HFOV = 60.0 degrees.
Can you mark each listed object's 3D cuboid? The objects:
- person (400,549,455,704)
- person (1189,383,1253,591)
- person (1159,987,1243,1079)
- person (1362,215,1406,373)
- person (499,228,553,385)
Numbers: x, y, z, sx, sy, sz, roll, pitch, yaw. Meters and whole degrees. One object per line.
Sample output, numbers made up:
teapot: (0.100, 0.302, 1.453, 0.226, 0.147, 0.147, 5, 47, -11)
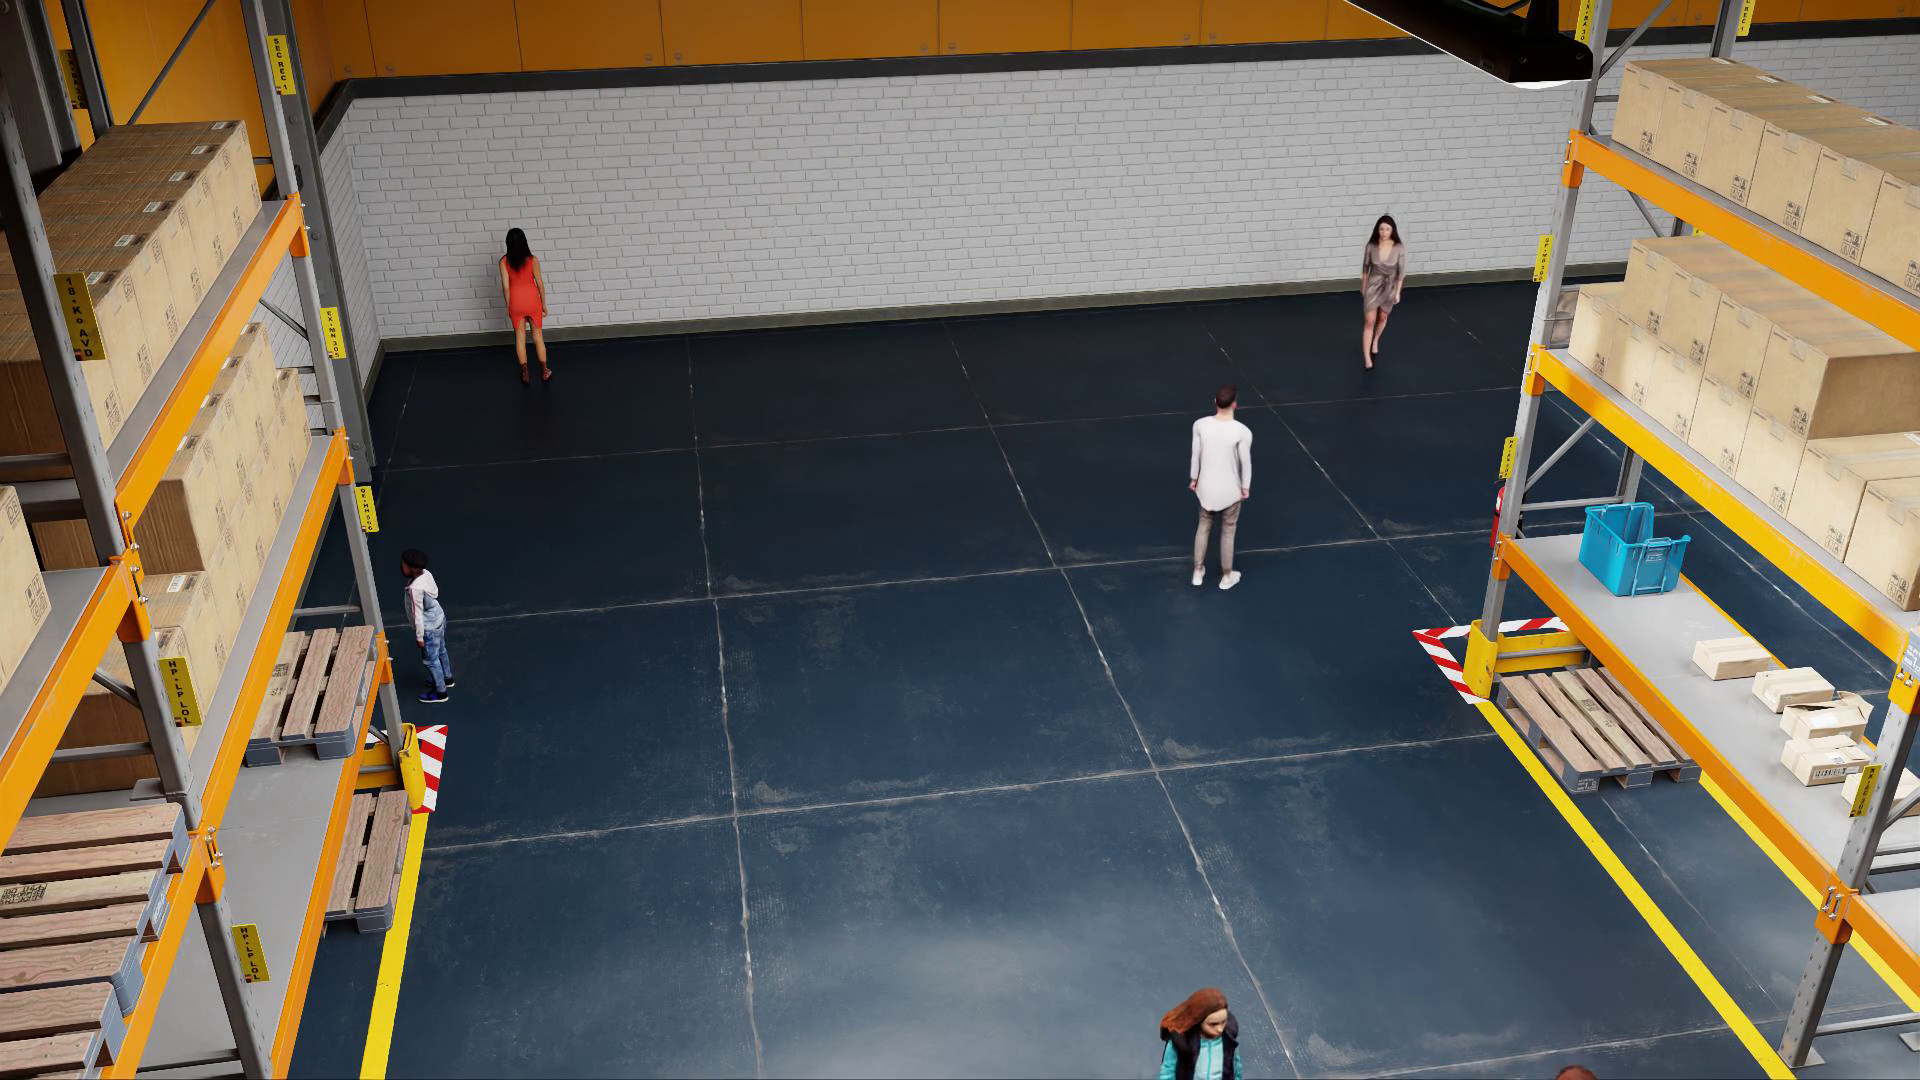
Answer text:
person: (-4.004, 0.622, 12.513, 0.560, 1.258, 0.455, 0, 29, -1)
person: (2.166, -0.458, 13.885, 0.744, 1.839, 0.756, 13, 31, 22)
person: (1.139, 2.766, 8.338, 0.654, 1.492, 0.673, -11, 31, -20)
person: (4.607, -2.716, 18.185, 0.869, 1.686, 1.186, 5, 29, 10)
person: (-4.646, -2.507, 17.767, 0.591, 1.719, 0.531, -7, 29, -12)
